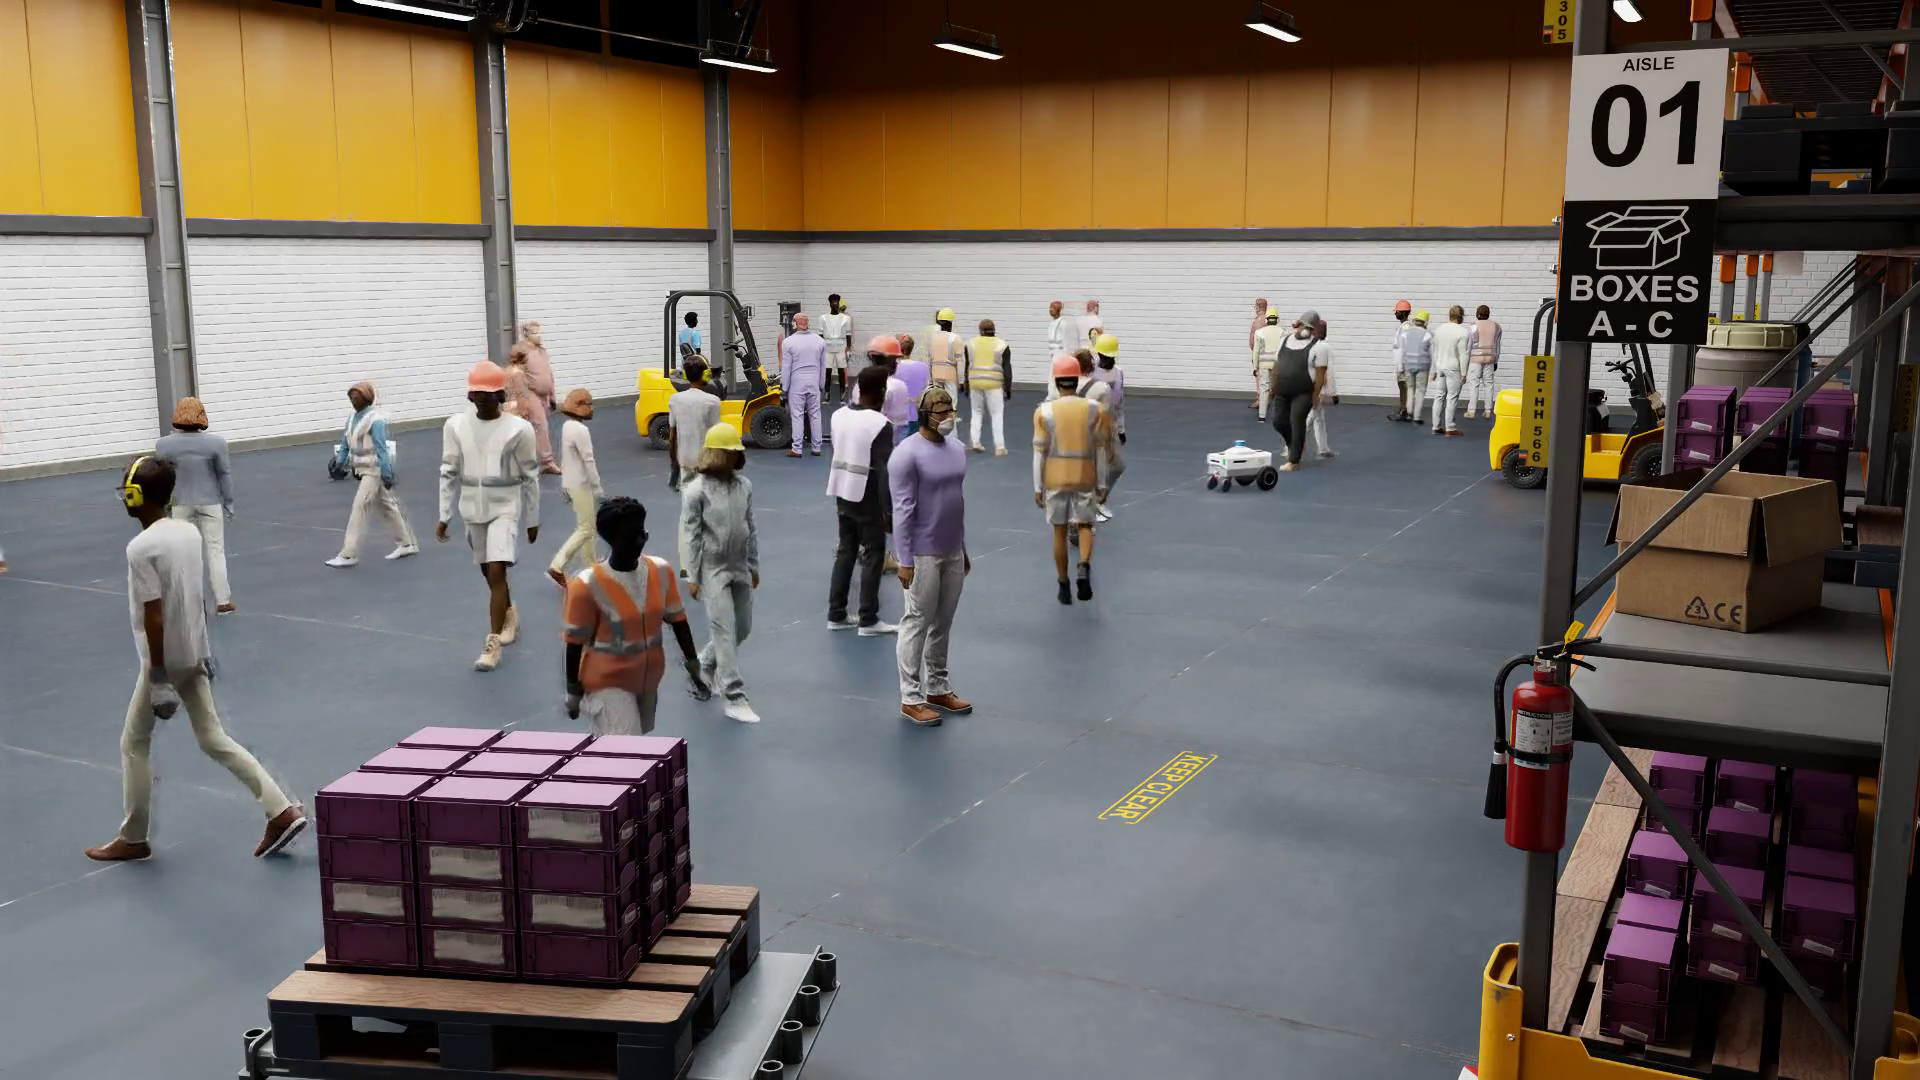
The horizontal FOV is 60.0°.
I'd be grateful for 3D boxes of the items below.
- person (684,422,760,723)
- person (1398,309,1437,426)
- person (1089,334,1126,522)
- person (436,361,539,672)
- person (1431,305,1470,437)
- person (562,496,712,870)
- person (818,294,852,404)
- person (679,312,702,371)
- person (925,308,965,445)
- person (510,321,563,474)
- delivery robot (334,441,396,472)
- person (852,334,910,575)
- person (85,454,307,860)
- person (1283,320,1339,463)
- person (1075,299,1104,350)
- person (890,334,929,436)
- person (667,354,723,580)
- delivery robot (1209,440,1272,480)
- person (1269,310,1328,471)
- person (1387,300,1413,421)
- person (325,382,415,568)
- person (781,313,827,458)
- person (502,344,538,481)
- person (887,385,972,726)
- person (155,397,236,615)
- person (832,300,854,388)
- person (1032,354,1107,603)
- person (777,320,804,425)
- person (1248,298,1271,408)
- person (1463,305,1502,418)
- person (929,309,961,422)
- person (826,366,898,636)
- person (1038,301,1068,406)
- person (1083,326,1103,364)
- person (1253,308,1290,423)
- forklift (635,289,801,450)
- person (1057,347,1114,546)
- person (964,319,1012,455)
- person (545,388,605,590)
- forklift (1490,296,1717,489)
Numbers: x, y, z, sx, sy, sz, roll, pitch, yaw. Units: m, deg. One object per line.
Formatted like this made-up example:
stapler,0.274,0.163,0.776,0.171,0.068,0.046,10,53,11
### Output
person,-1.390,0.165,9.701,0.724,1.724,0.497,8,13,40
person,7.177,-2.695,25.984,0.616,1.812,0.496,7,12,36
person,1.431,-1.114,16.605,0.652,1.888,0.465,-9,14,-43
person,-3.099,-0.201,11.057,0.610,1.999,1.048,1,10,7
person,7.189,-2.470,24.360,0.375,1.933,0.638,-6,11,-30
person,-1.397,0.630,7.202,0.884,1.646,0.546,8,13,39
person,-2.228,-3.390,29.569,0.607,1.966,0.367,0,10,1
person,-4.547,-3.018,28.194,0.317,1.695,0.540,-9,14,-44
person,-0.199,-2.235,23.000,0.587,1.928,0.363,5,11,28
person,-5.213,-1.744,20.338,0.870,1.868,0.663,4,10,21
delivery robot,-7.101,-1.057,19.873,0.477,0.478,0.707,6,11,30
person,-0.670,-0.684,13.726,0.565,2.026,0.618,-9,13,-41
person,-3.389,0.535,7.293,0.944,1.827,0.513,1,10,6
person,4.528,-1.912,21.393,0.973,1.846,0.586,-5,11,-26
person,2.270,-3.206,28.729,0.442,1.914,0.672,-8,12,-38
person,-0.566,-1.228,17.389,0.569,1.847,0.377,-8,12,-38
person,-2.154,-0.586,13.638,0.573,1.865,0.330,4,10,20
delivery robot,3.181,-0.889,18.902,0.707,0.478,0.477,-5,11,-26
person,4.166,-1.882,20.625,0.709,2.000,0.613,9,13,42
person,7.073,-2.872,26.657,0.355,1.939,0.544,2,10,9
person,-5.098,-0.570,14.332,0.833,1.585,0.527,-8,12,-38
person,-2.073,-2.034,21.911,0.639,1.903,0.409,-6,11,-31
person,-5.251,-1.484,19.516,0.485,1.623,0.540,-5,11,-25
person,-0.154,0.080,9.560,0.359,1.938,0.635,7,12,35
person,-5.646,-0.242,12.308,0.508,1.632,0.270,-3,10,-18
person,-2.457,-3.927,33.364,0.532,1.735,0.796,-8,12,-38
person,0.838,-0.448,12.660,0.580,1.924,0.487,0,10,-2
person,-2.667,-2.659,25.910,0.303,1.772,0.522,-6,11,-31
person,5.209,-3.231,28.839,0.399,1.903,0.643,6,11,30
person,8.498,-2.909,27.148,0.625,1.844,0.429,-1,10,-8
person,-0.408,-2.748,26.317,0.801,1.819,0.638,0,10,-3
person,-0.681,-0.268,11.689,0.435,1.900,0.624,-9,13,-43
person,1.778,-3.282,29.278,0.822,1.862,0.584,-3,10,-19
person,1.929,-2.226,23.765,0.518,1.645,0.307,6,11,29
person,4.922,-2.752,26.287,0.589,1.826,0.403,1,10,6
forklift,-3.358,-2.392,23.136,2.313,2.155,1.214,-1,10,-5
person,1.126,-0.862,15.353,0.516,1.824,0.818,5,11,27
person,0.358,-2.038,22.203,0.678,1.814,0.469,2,10,10
person,-3.068,-0.407,13.314,0.585,1.615,0.515,-5,11,-25
forklift,7.296,-1.677,18.993,2.313,2.155,1.214,5,11,27
